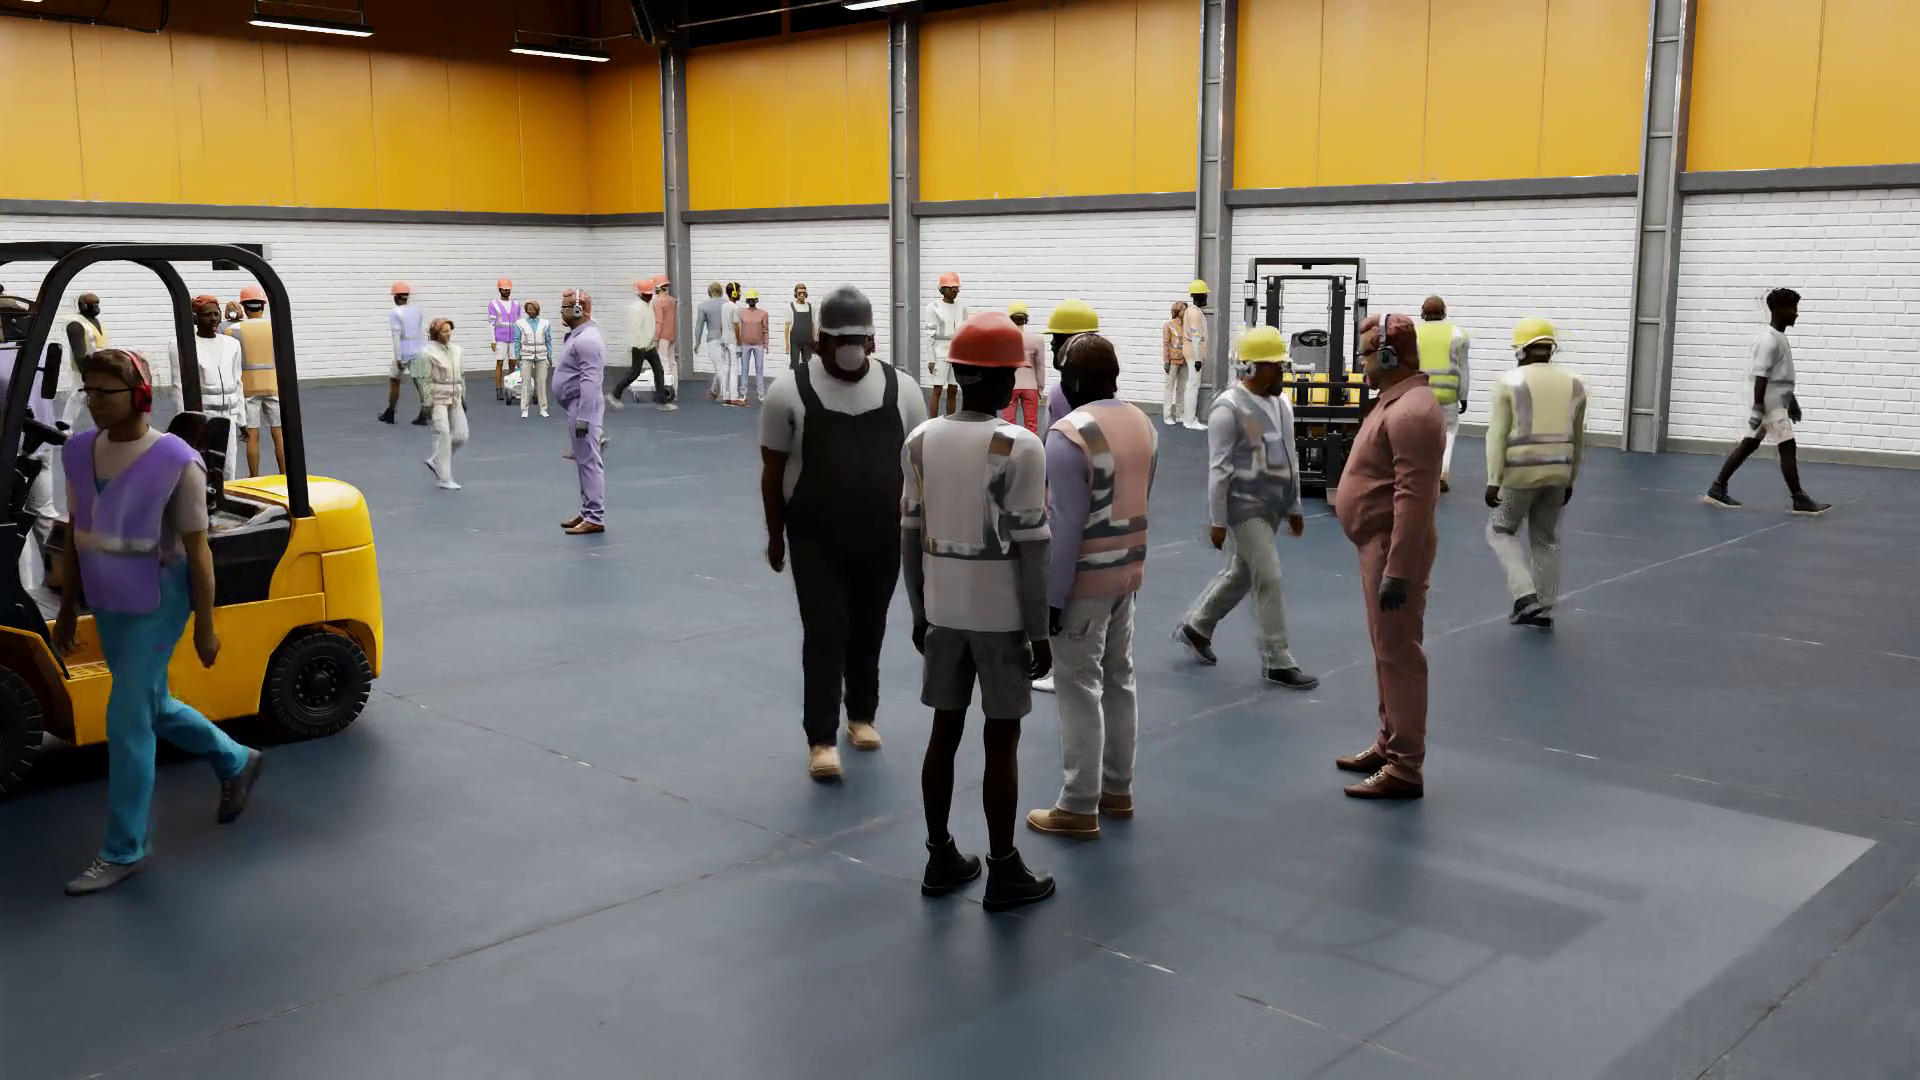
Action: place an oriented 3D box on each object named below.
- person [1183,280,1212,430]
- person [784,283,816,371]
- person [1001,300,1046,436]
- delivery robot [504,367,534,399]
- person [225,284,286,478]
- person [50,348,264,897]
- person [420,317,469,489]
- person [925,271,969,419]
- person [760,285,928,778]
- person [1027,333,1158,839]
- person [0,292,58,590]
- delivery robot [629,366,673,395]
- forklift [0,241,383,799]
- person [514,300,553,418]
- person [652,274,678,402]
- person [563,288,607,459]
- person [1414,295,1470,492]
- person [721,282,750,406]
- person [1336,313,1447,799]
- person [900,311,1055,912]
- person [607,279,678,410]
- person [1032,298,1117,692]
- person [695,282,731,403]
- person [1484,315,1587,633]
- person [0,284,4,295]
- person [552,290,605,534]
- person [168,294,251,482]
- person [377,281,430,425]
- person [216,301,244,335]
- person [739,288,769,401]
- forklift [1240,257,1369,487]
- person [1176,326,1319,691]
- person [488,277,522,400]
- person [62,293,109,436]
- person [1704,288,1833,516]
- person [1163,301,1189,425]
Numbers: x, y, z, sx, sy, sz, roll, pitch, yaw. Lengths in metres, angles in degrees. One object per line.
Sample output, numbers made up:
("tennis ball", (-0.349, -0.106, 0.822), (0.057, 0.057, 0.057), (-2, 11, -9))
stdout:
("person", (3.062, -2.394, 21.524), (0.361, 1.928, 0.594), (1, 9, 3))
("person", (-2.456, -3.033, 25.705), (0.513, 1.845, 0.334), (-5, 10, -26))
("person", (0.576, -1.459, 16.298), (0.522, 1.770, 0.308), (-1, 9, -5))
("delivery robot", (-6.770, -2.407, 25.525), (0.477, 0.478, 0.707), (-4, 10, -25))
("person", (-6.386, -1.358, 15.178), (0.543, 1.932, 0.365), (-5, 11, -28))
("person", (-2.798, 0.232, 5.797), (0.569, 1.818, 0.884), (4, 10, 25))
("person", (-4.889, -1.287, 15.681), (0.422, 1.622, 0.531), (4, 10, 25))
("person", (-0.132, -2.208, 20.042), (0.608, 2.045, 0.392), (-7, 11, -35))
("person", (-0.429, -0.061, 6.884), (0.702, 2.000, 0.851), (-3, 10, -19))
("person", (0.462, 0.166, 6.108), (0.429, 1.840, 0.637), (6, 11, 35))
("person", (-5.631, -0.499, 9.909), (0.377, 1.936, 0.637), (2, 9, 12))
("delivery robot", (-4.820, -2.465, 25.883), (0.707, 0.478, 0.477), (-2, 9, -10))
("forklift", (-3.706, -0.171, 7.093), (1.214, 2.155, 2.313), (9, 13, 43))
("person", (-5.939, -2.516, 23.180), (0.520, 1.636, 0.311), (-4, 10, -24))
("person", (-4.636, -3.152, 25.979), (0.394, 1.994, 0.612), (3, 10, 17))
("person", (-4.142, -1.790, 18.031), (0.411, 1.860, 0.544), (4, 10, 21))
("person", (4.297, -1.304, 15.128), (0.637, 1.831, 0.448), (3, 10, 16))
("person", (-3.439, -2.960, 25.186), (0.331, 1.872, 0.513), (-6, 11, -34))
("person", (1.678, 0.064, 6.553), (0.400, 1.900, 0.645), (2, 9, 10))
("person", (0.076, 0.230, 5.420), (0.552, 1.935, 0.366), (7, 11, 36))
("person", (-4.708, -2.855, 24.369), (1.020, 1.943, 0.612), (2, 10, 15))
("person", (0.559, -0.210, 8.149), (0.362, 1.928, 0.587), (4, 10, 24))
("person", (-3.772, -3.083, 26.015), (0.677, 1.868, 1.122), (-6, 11, -32))
("person", (3.248, -0.370, 9.499), (0.657, 1.808, 0.463), (-3, 10, -16))
("person", (-14.115, -2.841, 24.454), (0.751, 1.883, 0.368), (7, 11, 35))
("person", (-2.987, -1.002, 13.066), (0.408, 1.909, 0.638), (-3, 10, -17))
("person", (-5.572, -0.881, 12.398), (0.356, 1.883, 0.574), (6, 11, 30))
("person", (-7.423, -2.478, 22.133), (0.948, 1.891, 0.548), (6, 11, 34))
("person", (-9.909, -2.452, 22.790), (0.505, 1.633, 0.279), (-3, 10, -19))
("person", (-3.248, -3.048, 26.038), (0.523, 1.769, 0.315), (-1, 9, -7))
("forklift", (3.309, -1.629, 16.029), (1.214, 2.155, 2.313), (2, 9, 11))
("person", (1.457, -0.187, 8.419), (0.887, 1.798, 0.600), (8, 12, 42))
("person", (-7.177, -3.180, 26.327), (0.545, 1.938, 0.354), (-8, 12, -41))
("person", (-10.310, -2.030, 19.738), (0.972, 1.792, 0.652), (0, 9, 2))
("person", (6.888, -1.183, 14.153), (1.004, 1.923, 0.603), (5, 10, 27))
("person", (2.903, -2.355, 22.162), (0.522, 1.645, 0.306), (-7, 11, -36))
